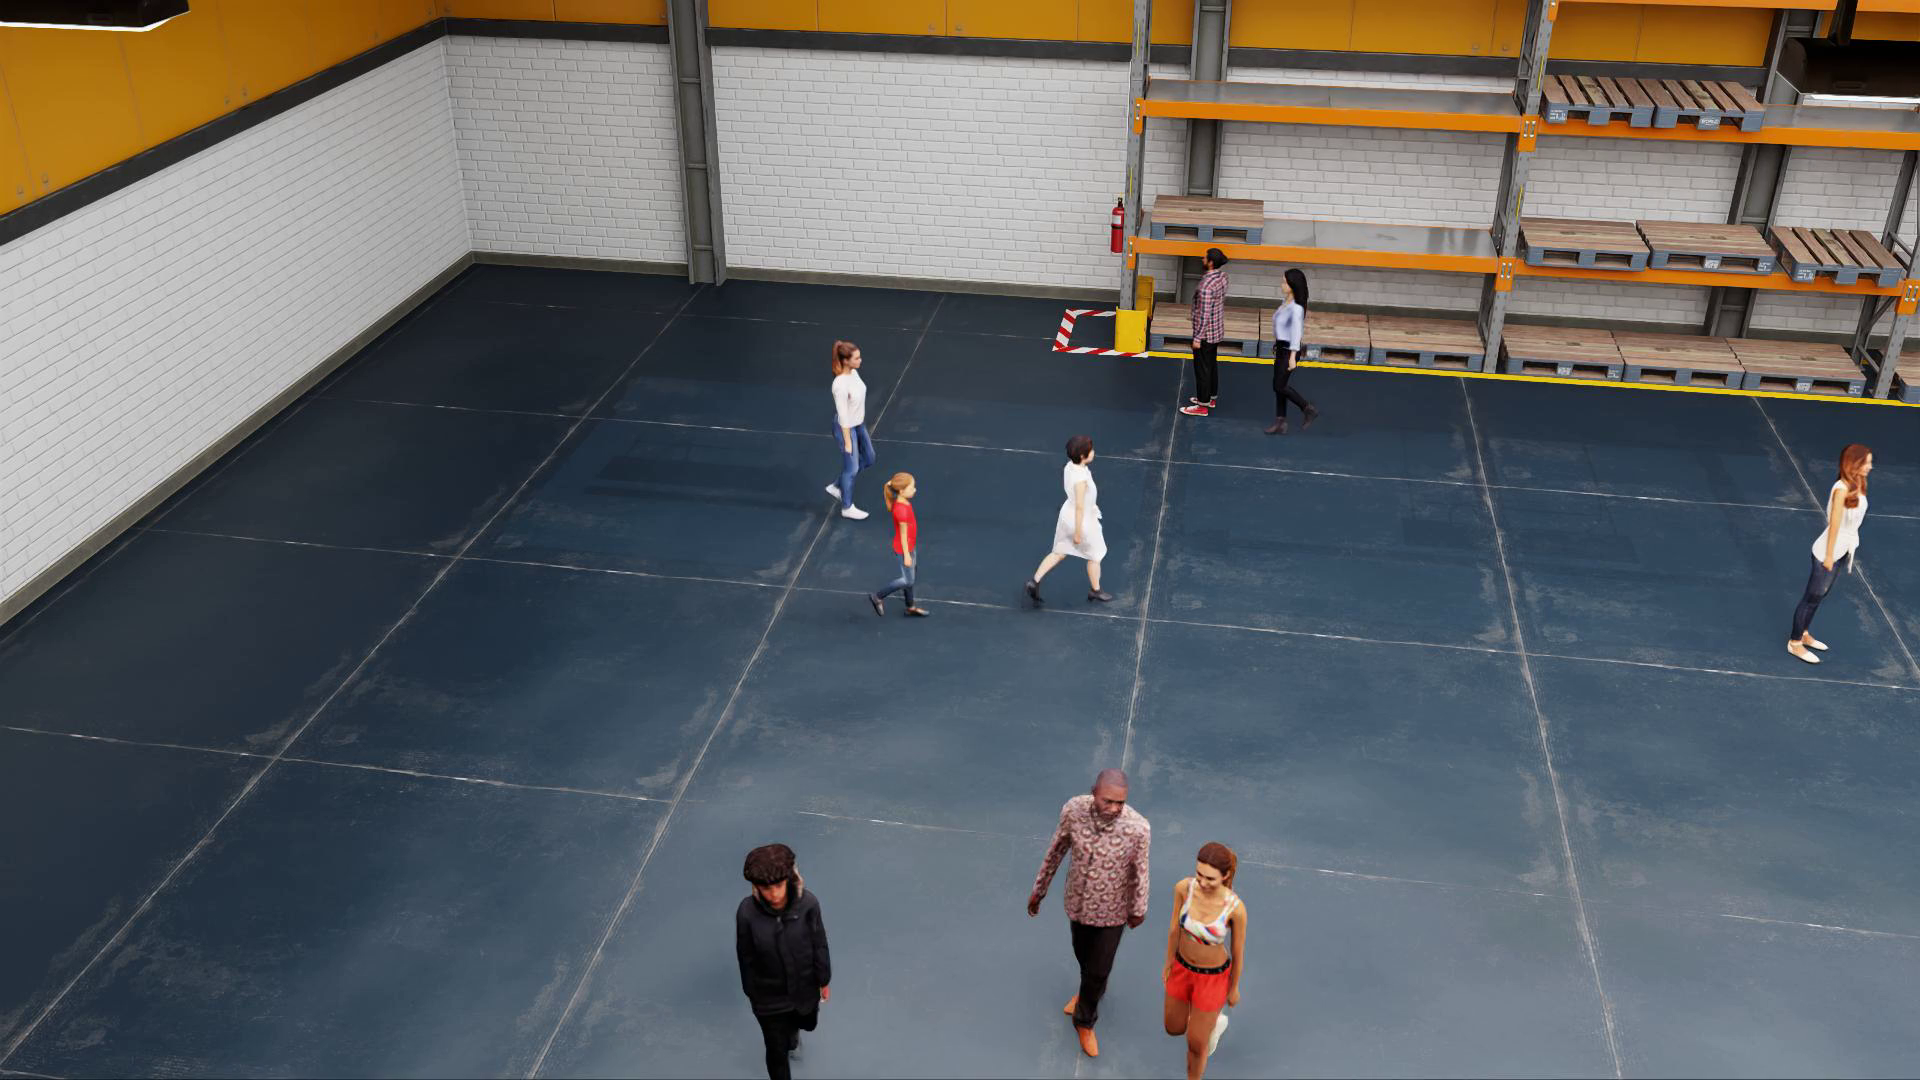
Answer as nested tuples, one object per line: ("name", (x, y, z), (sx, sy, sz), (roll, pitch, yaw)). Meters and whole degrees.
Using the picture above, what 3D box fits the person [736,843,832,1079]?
("person", (-0.935, 2.285, 8.797), (1.133, 1.753, 1.053), (-10, 30, -18))

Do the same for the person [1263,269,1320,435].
("person", (3.315, -1.828, 16.354), (0.822, 1.736, 0.731), (-1, 29, -1))

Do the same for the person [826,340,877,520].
("person", (-1.070, -0.976, 14.819), (0.702, 1.711, 0.654), (7, 29, 13))

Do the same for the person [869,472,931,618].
("person", (-0.506, 0.062, 13.342), (0.726, 1.303, 0.525), (2, 29, 3))

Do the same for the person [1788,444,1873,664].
("person", (6.703, 0.079, 12.808), (0.700, 1.784, 0.679), (25, 37, 38))

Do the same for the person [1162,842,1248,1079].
("person", (1.306, 2.265, 8.812), (0.892, 1.774, 0.841), (18, 33, 30))

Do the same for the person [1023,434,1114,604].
("person", (0.871, -0.122, 13.447), (1.064, 1.526, 0.822), (-8, 30, -14))

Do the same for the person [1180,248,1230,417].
("person", (2.511, -2.126, 16.875), (0.709, 1.760, 0.762), (14, 32, 24))

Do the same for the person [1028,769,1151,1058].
("person", (0.789, 1.981, 9.323), (0.855, 1.782, 0.968), (19, 34, 31))
